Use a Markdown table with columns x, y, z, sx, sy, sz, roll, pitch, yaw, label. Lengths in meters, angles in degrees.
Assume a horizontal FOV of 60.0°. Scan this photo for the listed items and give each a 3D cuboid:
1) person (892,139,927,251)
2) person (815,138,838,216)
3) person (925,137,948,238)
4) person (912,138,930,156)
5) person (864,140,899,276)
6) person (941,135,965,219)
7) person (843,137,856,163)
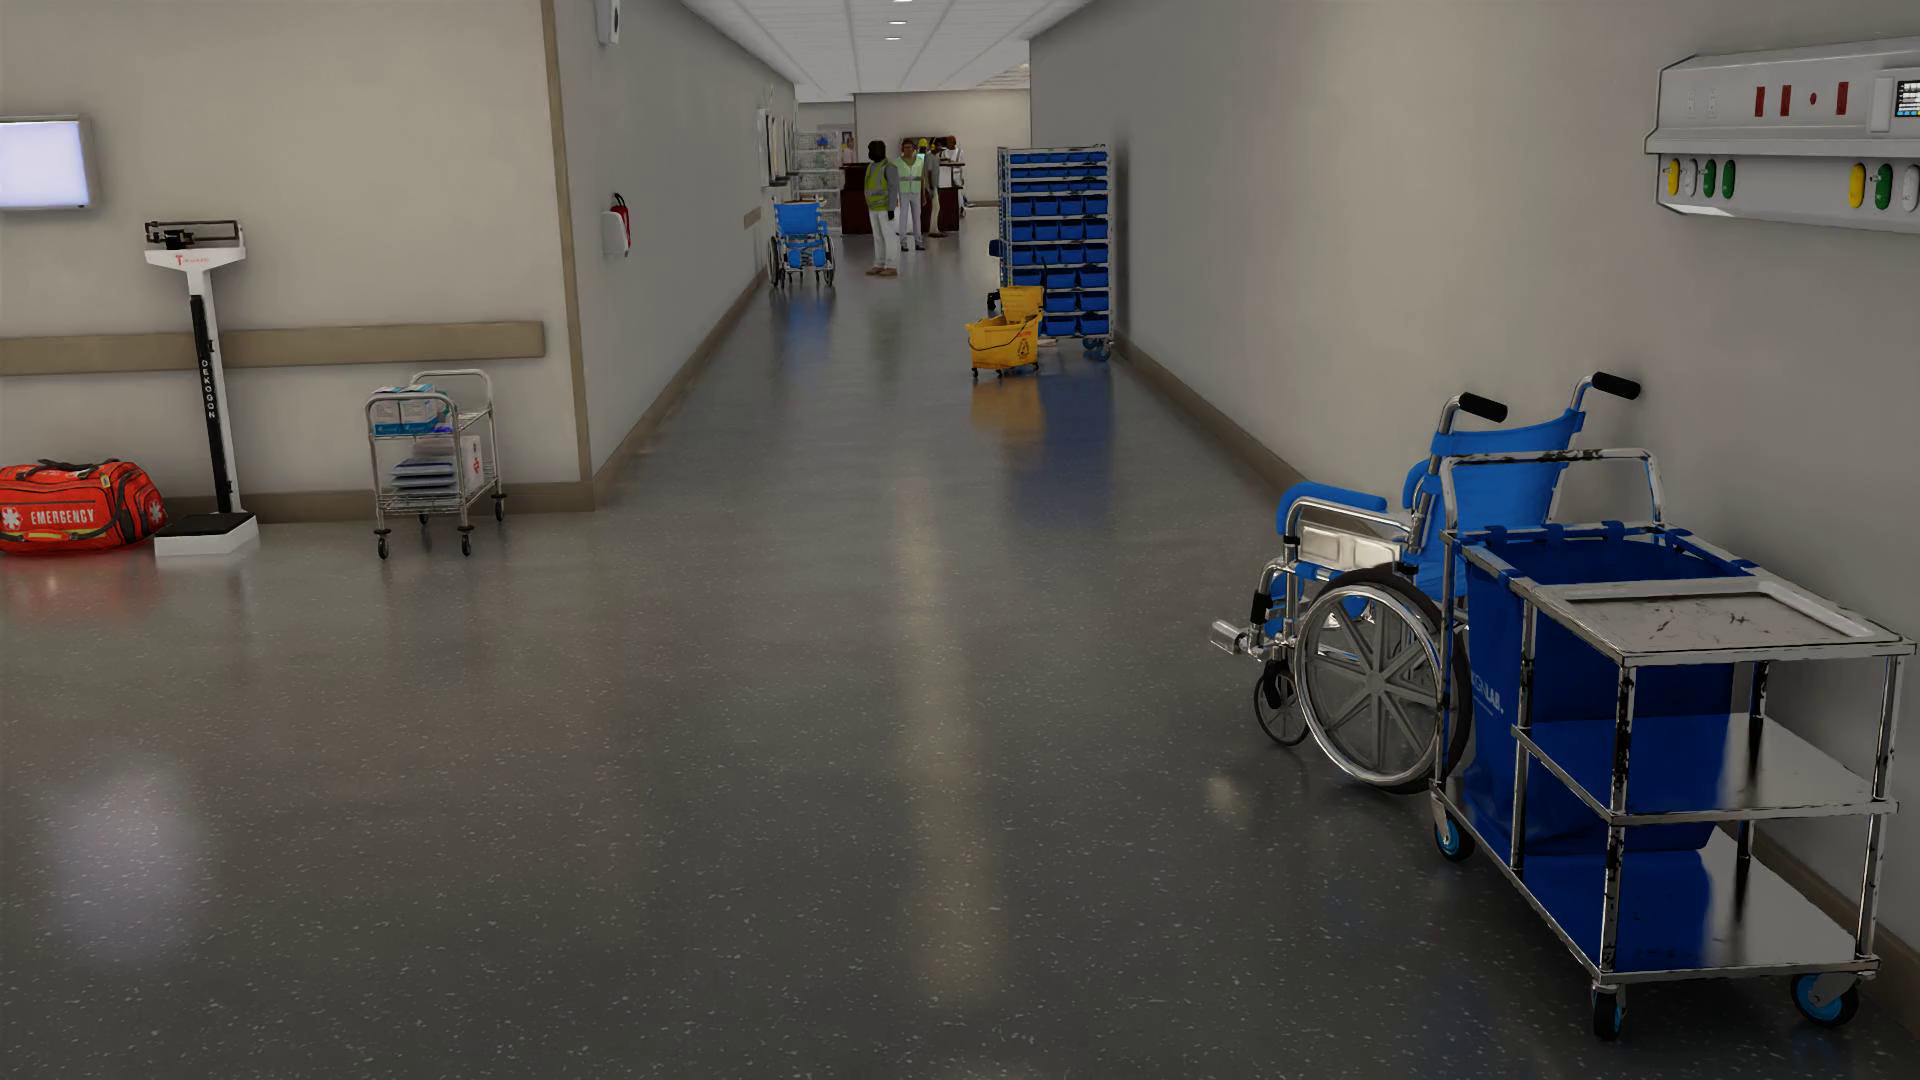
| x | y | z | sx | sy | sz | roll | pitch | yaw | label |
| --- | --- | --- | --- | --- | --- | --- | --- | --- | --- |
| -0.848 | -5.740 | 27.704 | 0.560 | 1.839 | 0.394 | -6 | 14 | -18 | person |
| -3.321 | -9.016 | 41.330 | 0.926 | 1.896 | 0.629 | 3 | 14 | 19 | person |
| -0.458 | -6.548 | 30.950 | 0.379 | 1.855 | 0.538 | 0 | 14 | 7 | person |
| -0.874 | -8.651 | 39.708 | 0.601 | 1.824 | 0.403 | -1 | 14 | 4 | person |
| -1.086 | -4.544 | 22.811 | 0.430 | 1.840 | 0.625 | -10 | 16 | -32 | person |
| -0.153 | -8.245 | 37.839 | 0.580 | 1.879 | 0.349 | 4 | 15 | 23 | person |
| -3.100 | -10.519 | 47.484 | 0.406 | 1.901 | 0.654 | -1 | 14 | 2 | person |
